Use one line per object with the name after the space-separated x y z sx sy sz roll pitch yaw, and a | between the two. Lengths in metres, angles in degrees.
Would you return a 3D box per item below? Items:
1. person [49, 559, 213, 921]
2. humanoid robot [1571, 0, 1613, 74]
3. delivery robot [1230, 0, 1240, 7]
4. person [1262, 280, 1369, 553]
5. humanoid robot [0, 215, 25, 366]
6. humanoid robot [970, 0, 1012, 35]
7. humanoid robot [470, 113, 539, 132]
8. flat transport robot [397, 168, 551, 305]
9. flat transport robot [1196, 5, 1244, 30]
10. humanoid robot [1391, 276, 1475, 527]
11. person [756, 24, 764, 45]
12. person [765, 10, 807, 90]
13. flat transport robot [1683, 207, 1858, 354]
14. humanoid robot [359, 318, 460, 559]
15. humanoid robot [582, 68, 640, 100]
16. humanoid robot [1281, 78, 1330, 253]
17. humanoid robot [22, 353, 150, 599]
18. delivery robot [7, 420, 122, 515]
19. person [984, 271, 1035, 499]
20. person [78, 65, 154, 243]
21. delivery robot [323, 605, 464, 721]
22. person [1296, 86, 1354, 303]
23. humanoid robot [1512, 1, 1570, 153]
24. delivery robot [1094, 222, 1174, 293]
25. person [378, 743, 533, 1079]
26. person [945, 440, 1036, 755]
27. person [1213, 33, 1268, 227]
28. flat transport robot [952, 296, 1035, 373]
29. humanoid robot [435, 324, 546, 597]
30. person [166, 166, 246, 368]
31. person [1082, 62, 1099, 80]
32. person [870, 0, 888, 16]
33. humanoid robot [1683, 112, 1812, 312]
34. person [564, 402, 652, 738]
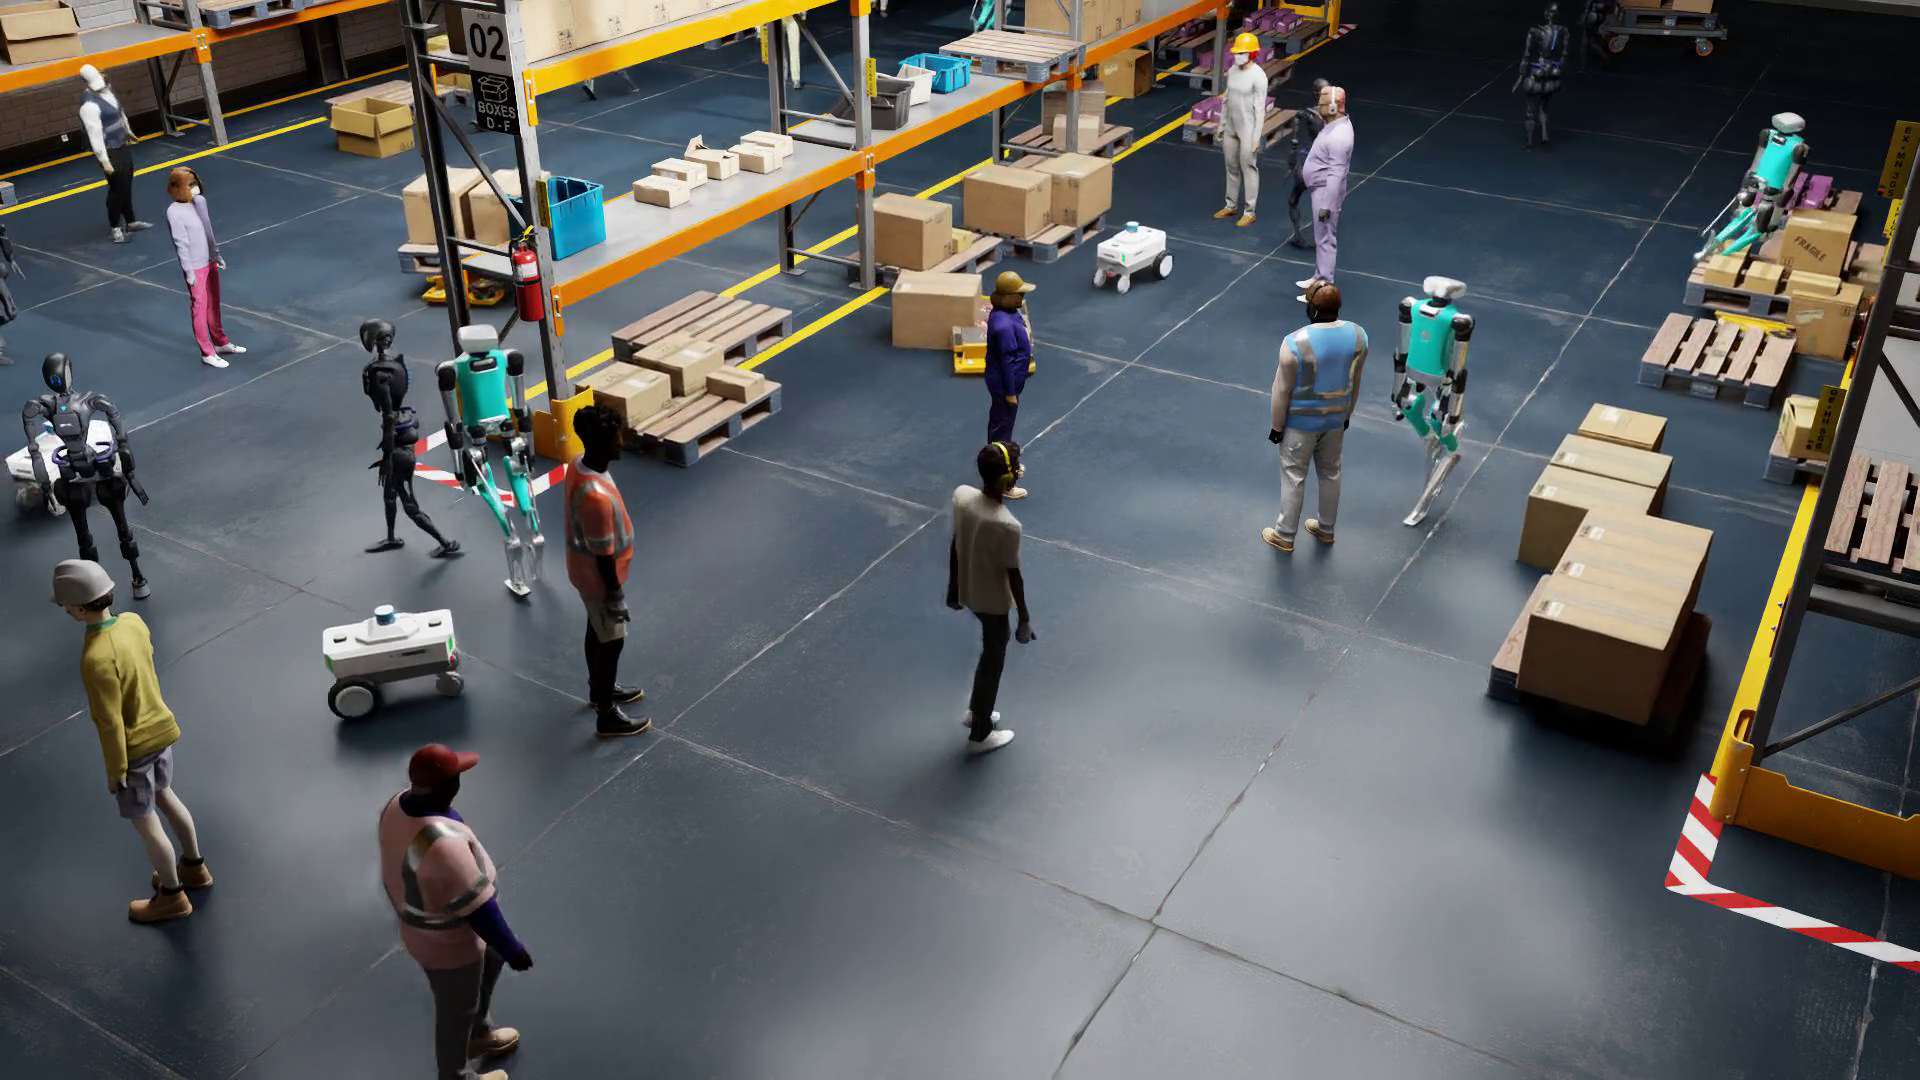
-3.803 0.922 7.683 0.412 1.879 0.491 -1 29 -1 | person
8.401 -6.949 21.813 0.462 1.645 0.608 22 36 34 | humanoid robot
3.928 -8.463 25.631 0.807 0.604 0.499 12 32 21 | delivery robot
2.275 -0.791 10.757 0.622 1.836 0.431 -11 31 -19 | person
-8.005 -2.253 13.496 0.483 1.637 0.588 21 36 33 | humanoid robot
0.319 -7.090 22.052 0.913 1.822 0.573 -25 38 -37 | humanoid robot
-5.481 -5.628 19.430 0.537 1.776 0.953 24 37 36 | humanoid robot
-4.373 -2.511 15.384 0.659 0.231 1.431 4 30 7 | flat transport robot
3.621 -7.751 24.653 0.659 0.231 1.431 17 34 27 | flat transport robot
3.258 -0.931 11.188 0.772 1.882 0.536 -24 37 -36 | humanoid robot
-2.692 -7.979 23.387 0.498 1.907 0.964 5 30 10 | person
-2.240 -6.716 21.364 0.578 1.702 0.914 -5 30 -9 | person
6.933 -1.949 14.389 0.659 0.231 1.431 16 33 27 | flat transport robot
-3.636 -0.619 10.639 0.614 1.647 0.610 -8 30 -13 | humanoid robot
-4.427 -6.365 20.747 0.537 1.770 0.967 23 37 34 | humanoid robot
3.366 -3.565 15.816 0.602 1.640 0.455 -8 30 -13 | humanoid robot
-5.311 -0.372 10.154 0.599 1.658 0.315 -8 30 -14 | humanoid robot
-6.263 -0.561 11.656 0.499 0.607 0.801 8 30 13 | delivery robot
0.337 -1.080 11.473 0.335 1.623 0.448 -1 29 -1 | person
-8.270 -3.783 16.170 0.392 1.716 0.798 -4 30 -6 | person
-3.267 0.660 9.493 0.782 0.603 0.499 -9 31 -16 | delivery robot
3.206 -3.039 14.658 0.406 1.904 0.651 5 30 9 | person
6.554 -5.213 18.739 0.587 1.645 0.353 -6 30 -11 | humanoid robot
1.582 -2.638 15.298 0.499 0.575 0.757 23 37 35 | delivery robot
-2.003 1.551 6.708 0.549 1.732 0.619 -17 33 -27 | person
0.190 0.311 8.787 0.483 1.846 0.564 -20 35 -32 | person
2.782 -4.078 16.513 0.379 1.888 0.564 -19 34 -30 | person
0.250 -1.768 14.069 0.659 0.231 1.431 -1 30 -2 | flat transport robot
-2.756 -0.376 10.133 0.539 1.809 0.727 -18 34 -29 | humanoid robot
-6.142 -2.223 13.483 0.279 1.633 0.499 4 30 7 | person
1.710 -6.892 21.561 0.673 1.803 0.867 9 31 15 | person
-1.194 -8.878 24.978 0.635 1.922 0.508 -2 30 -4 | person
6.711 -2.768 14.353 0.817 1.789 0.590 -9 31 -15 | humanoid robot
-1.913 0.161 8.949 0.394 1.955 0.603 -9 31 -15 | person
